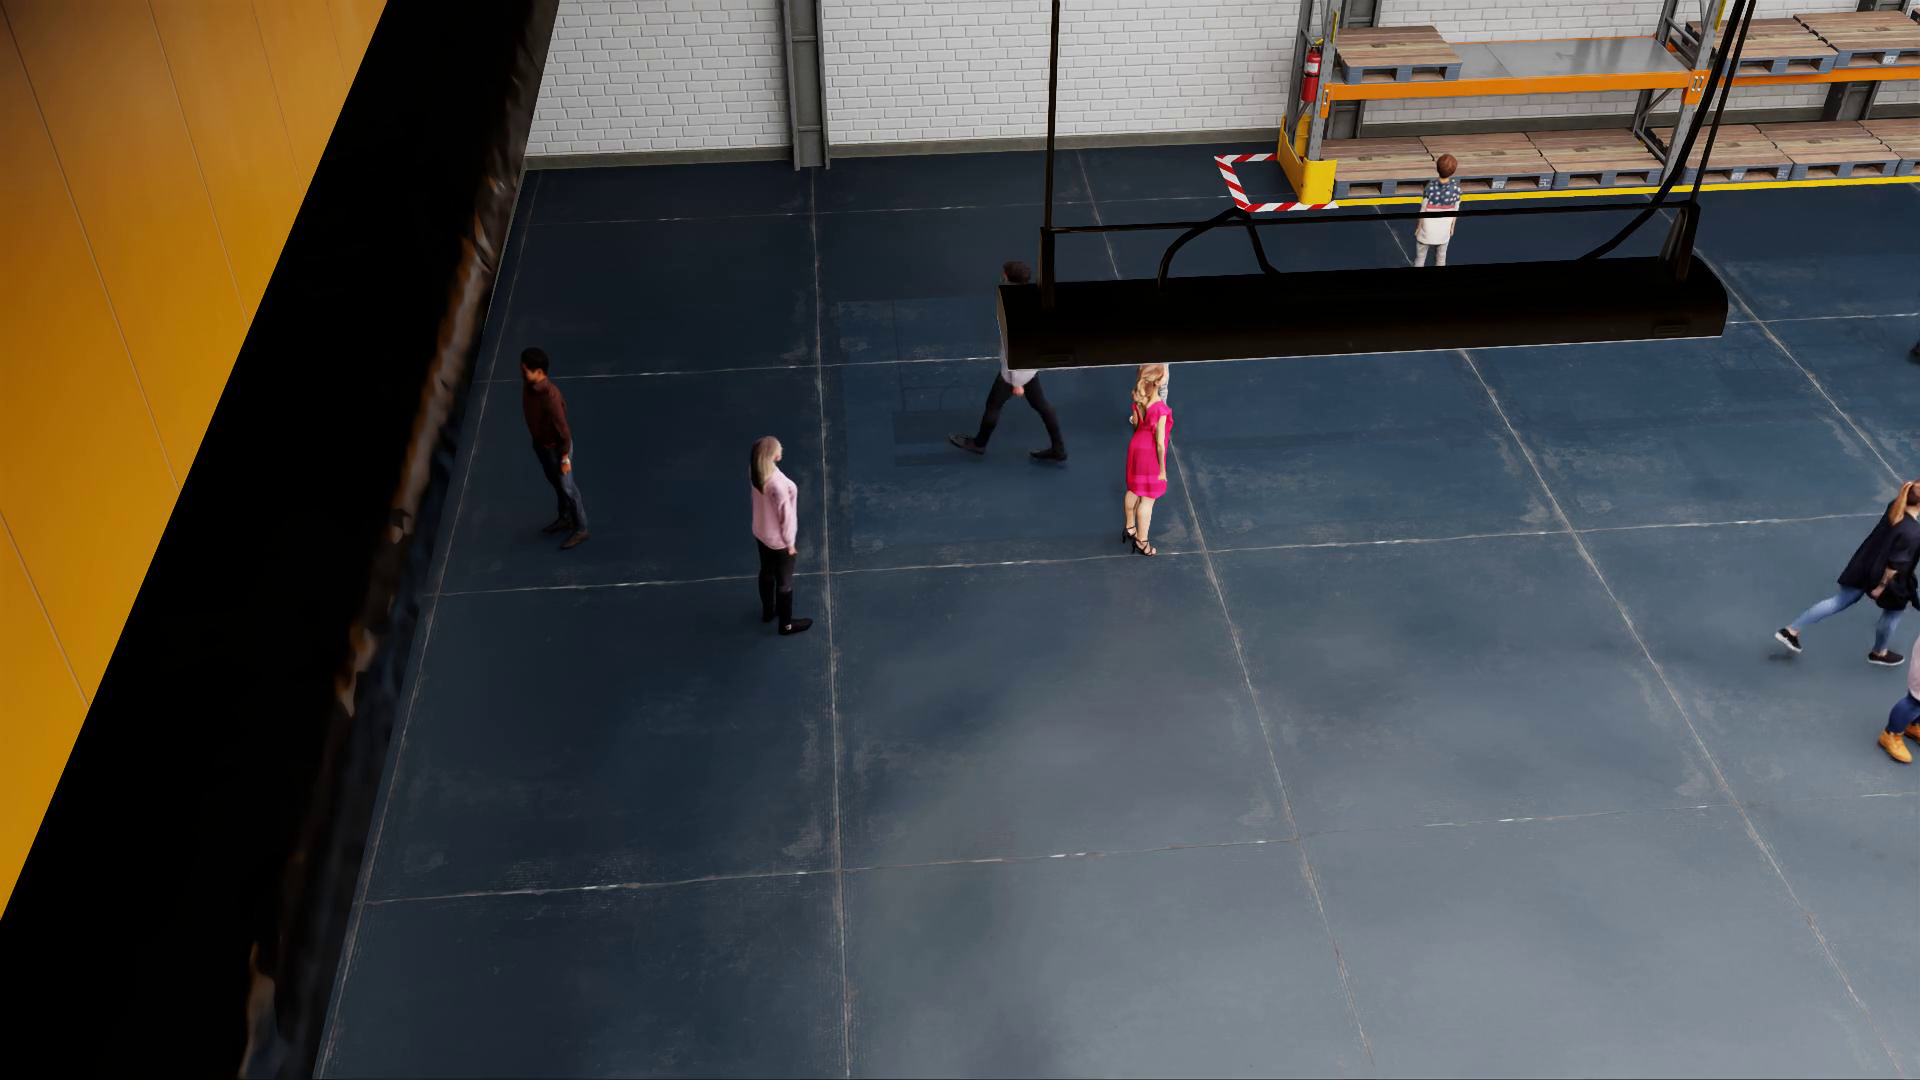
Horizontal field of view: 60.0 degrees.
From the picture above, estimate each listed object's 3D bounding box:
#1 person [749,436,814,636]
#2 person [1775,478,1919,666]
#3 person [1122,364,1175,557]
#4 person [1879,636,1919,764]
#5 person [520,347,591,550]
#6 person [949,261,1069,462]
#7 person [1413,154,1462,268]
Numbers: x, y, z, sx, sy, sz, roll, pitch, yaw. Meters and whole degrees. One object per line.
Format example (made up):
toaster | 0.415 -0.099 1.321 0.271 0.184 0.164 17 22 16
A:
person | -1.349 -0.046 12.026 0.702 1.687 0.683 -24 45 -27
person | 6.368 0.237 11.710 1.179 1.640 0.716 1 39 1
person | 1.421 -0.638 12.735 0.631 1.729 0.631 -15 41 -18
person | 6.531 0.740 10.998 0.720 1.744 0.841 -20 43 -23
person | -3.127 -0.723 12.802 0.726 1.778 0.717 -28 46 -30
person | 0.576 -1.393 13.567 1.378 1.871 1.134 14 41 17
person | 4.570 -3.033 15.966 0.462 1.438 0.604 2 39 3
